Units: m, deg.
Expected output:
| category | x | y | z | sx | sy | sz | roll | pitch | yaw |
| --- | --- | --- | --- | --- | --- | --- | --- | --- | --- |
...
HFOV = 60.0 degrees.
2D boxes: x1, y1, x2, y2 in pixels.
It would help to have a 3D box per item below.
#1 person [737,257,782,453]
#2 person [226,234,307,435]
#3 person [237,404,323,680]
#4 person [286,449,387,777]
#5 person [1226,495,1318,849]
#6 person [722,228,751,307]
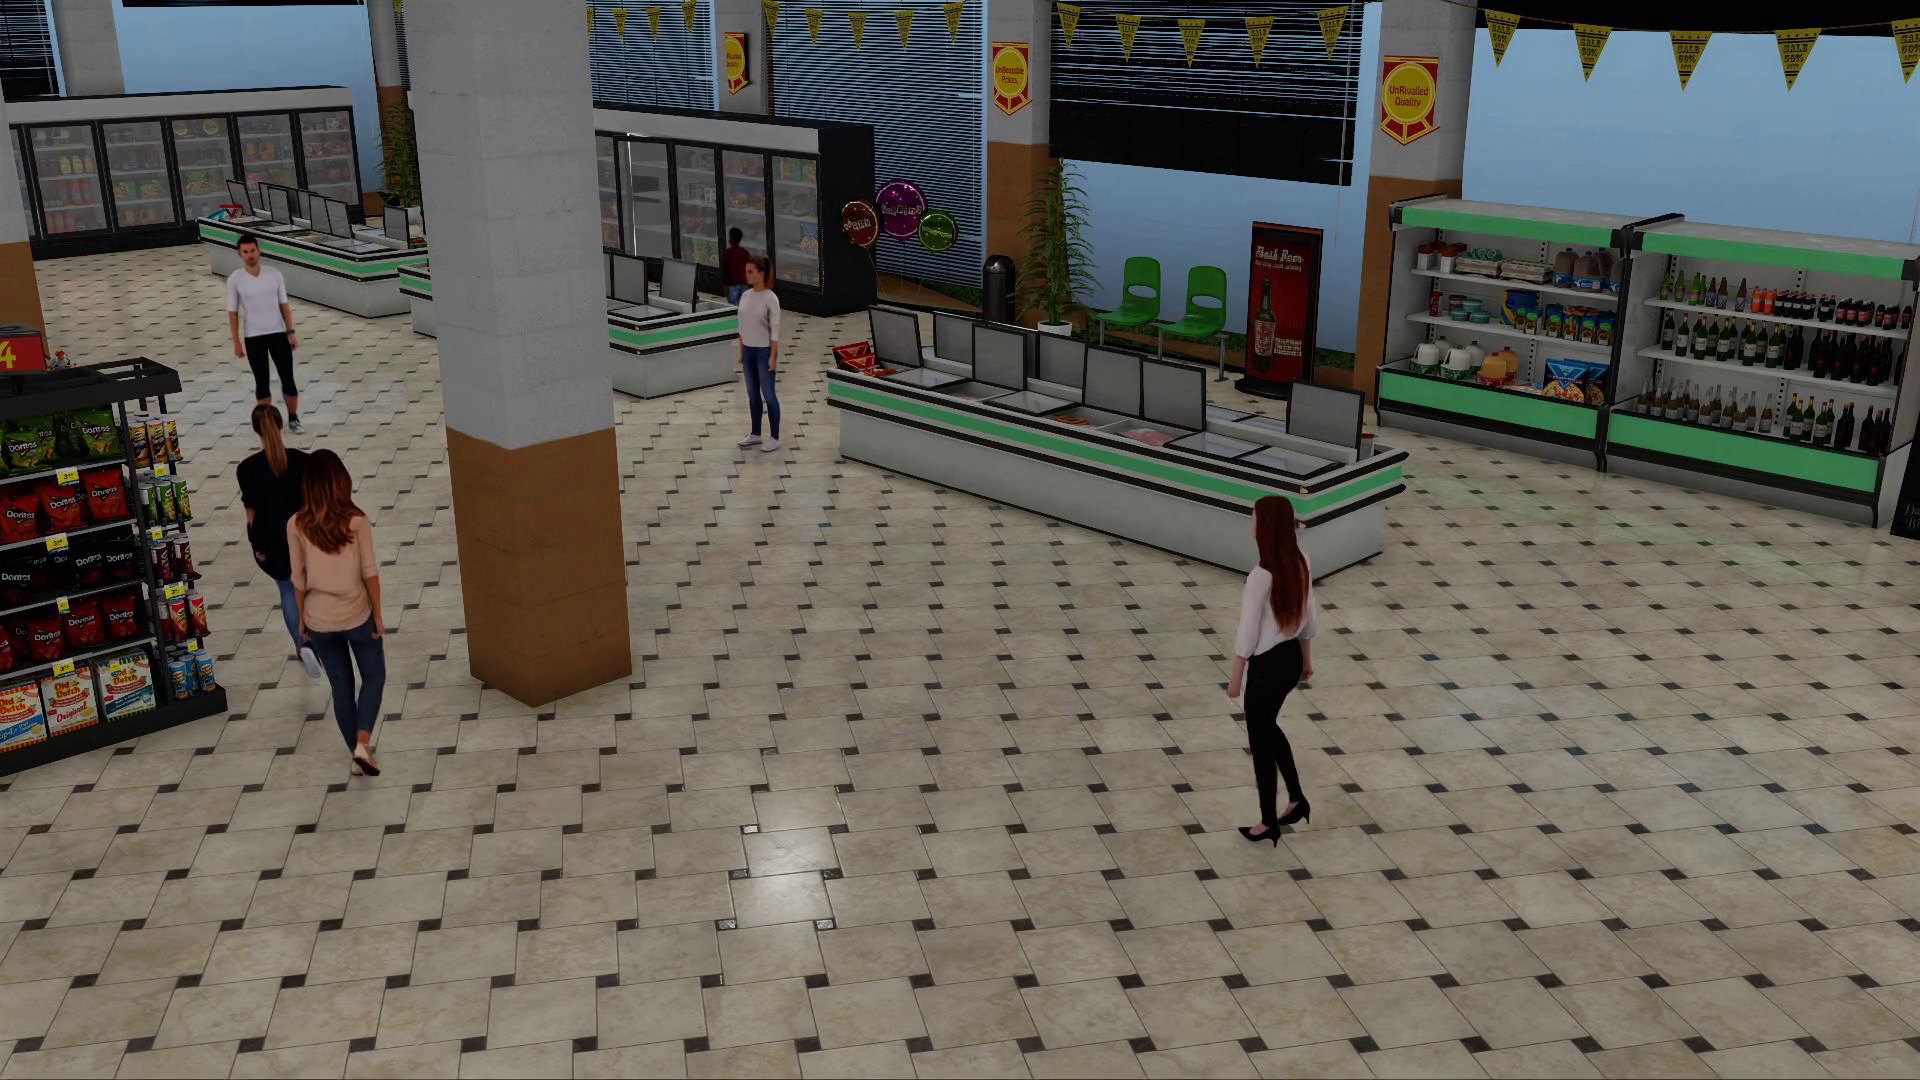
| category | x | y | z | sx | sy | sz | roll | pitch | yaw |
| --- | --- | --- | --- | --- | --- | --- | --- | --- | --- |
| person | -1.772 | -1.653 | 14.753 | 0.480 | 1.719 | 0.680 | 15 | 24 | 38 |
| person | -6.374 | -1.875 | 15.214 | 0.781 | 1.845 | 0.723 | -12 | 22 | -31 |
| person | -3.955 | 0.037 | 9.826 | 0.890 | 1.665 | 1.088 | -7 | 20 | -19 |
| person | -3.165 | 0.436 | 8.469 | 0.833 | 1.777 | 0.936 | -4 | 19 | -11 |
| person | 1.547 | 0.668 | 7.831 | 0.622 | 1.744 | 0.643 | 15 | 24 | 37 |
| person | -2.610 | -3.036 | 19.599 | 0.613 | 1.243 | 0.754 | -9 | 21 | -26 |
